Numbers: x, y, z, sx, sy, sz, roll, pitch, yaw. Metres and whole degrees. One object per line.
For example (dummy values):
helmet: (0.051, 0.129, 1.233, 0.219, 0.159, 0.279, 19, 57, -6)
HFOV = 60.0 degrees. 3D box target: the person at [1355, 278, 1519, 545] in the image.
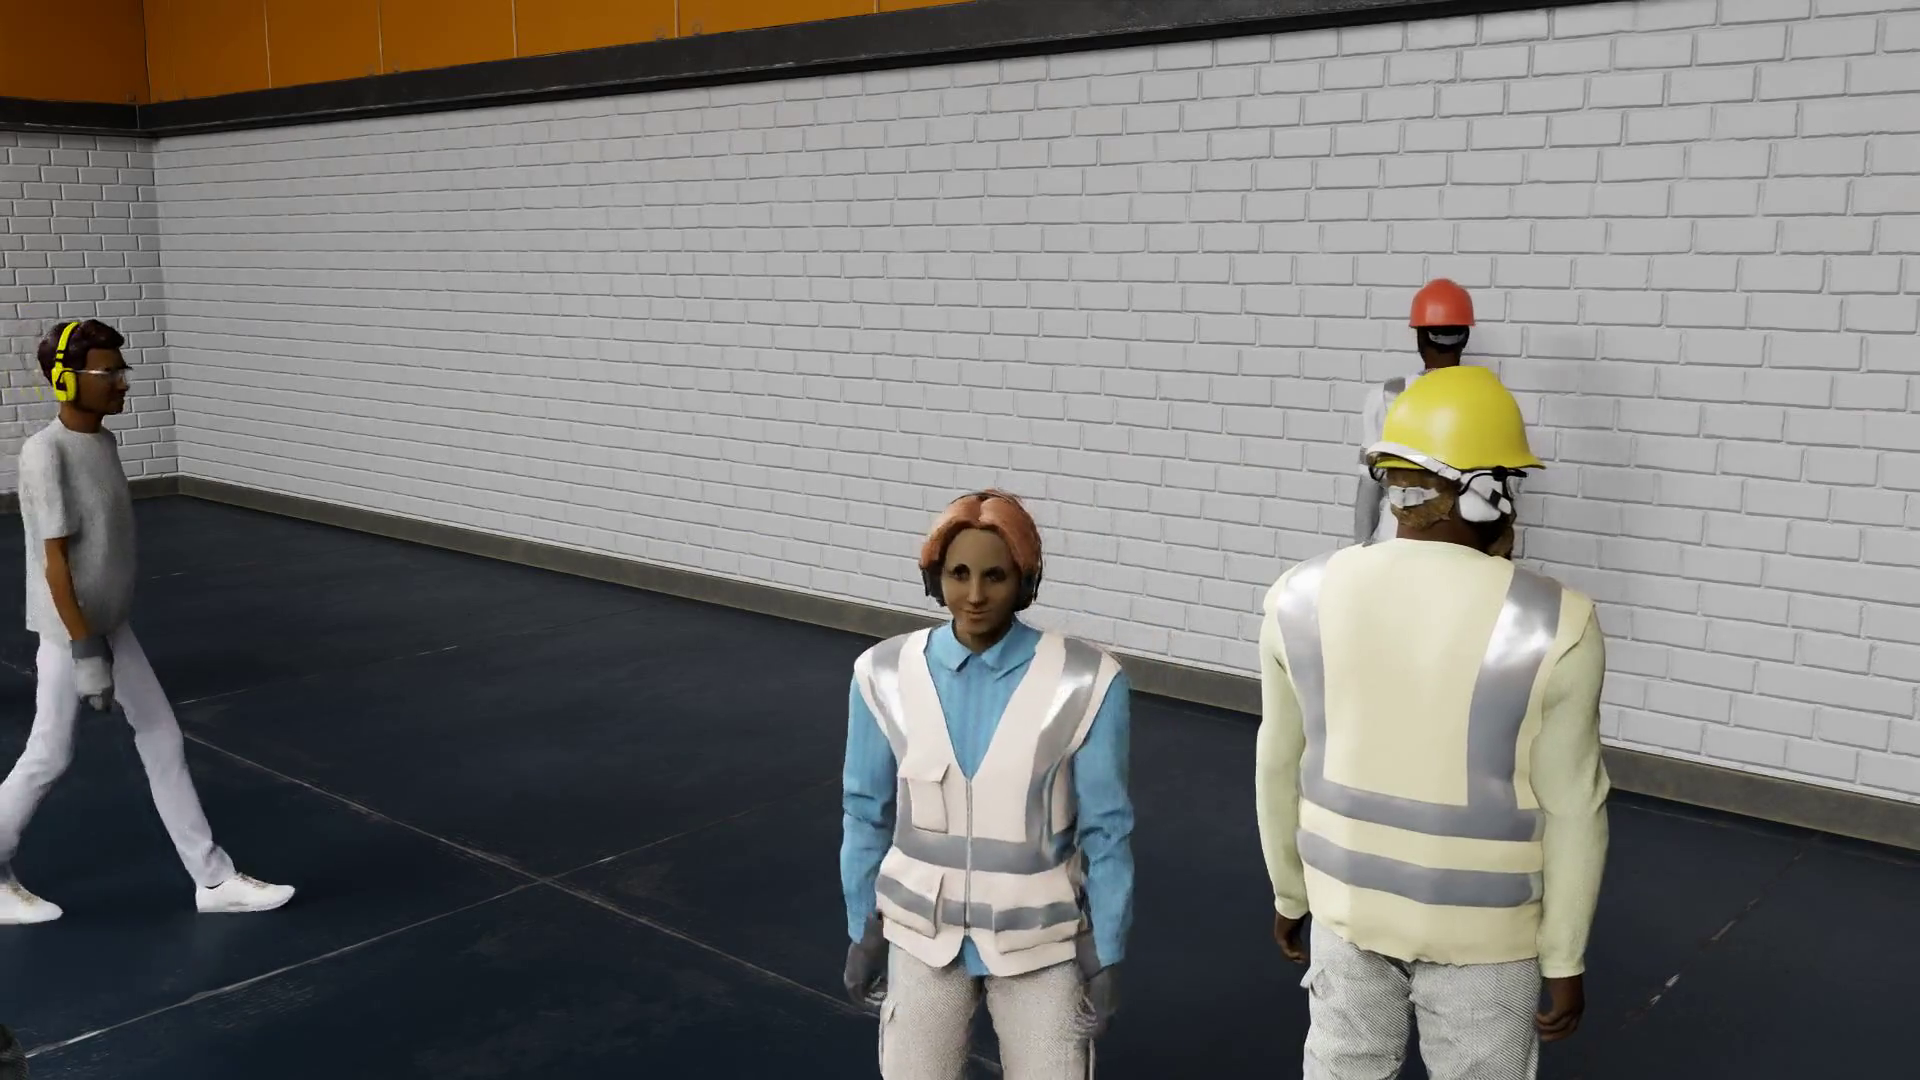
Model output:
person: (1.711, 0.022, 6.018, 0.558, 1.930, 0.675, 1, 10, 8)

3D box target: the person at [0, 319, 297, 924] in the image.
person: (-2.573, 0.268, 4.905, 0.977, 1.827, 0.541, 0, 10, -1)

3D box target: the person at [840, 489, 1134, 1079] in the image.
person: (0.050, 0.709, 2.943, 0.531, 1.626, 0.496, 3, 10, 15)

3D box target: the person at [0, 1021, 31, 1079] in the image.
person: (-1.835, 0.578, 2.796, 0.370, 1.934, 0.627, 0, 10, -1)

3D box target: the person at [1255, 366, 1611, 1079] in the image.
person: (0.797, 0.621, 2.850, 0.591, 1.829, 0.404, 7, 12, 36)
